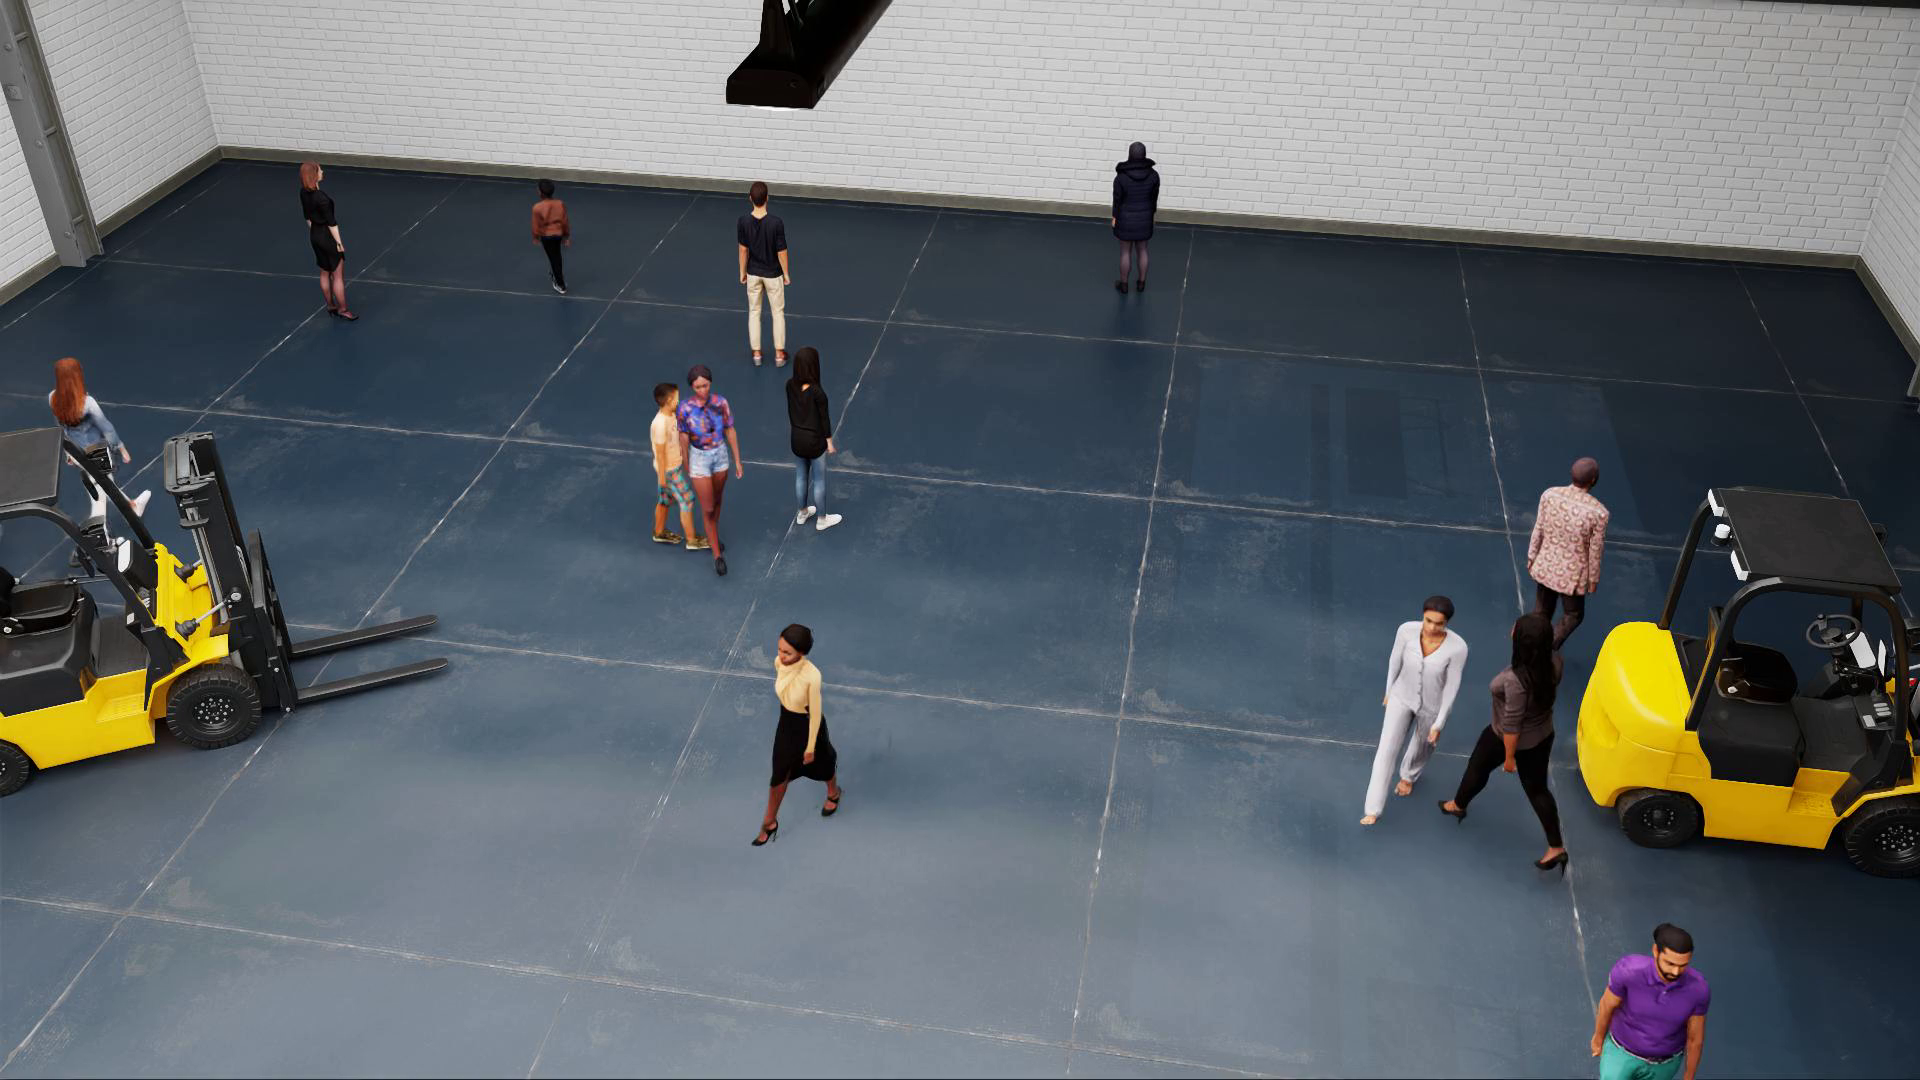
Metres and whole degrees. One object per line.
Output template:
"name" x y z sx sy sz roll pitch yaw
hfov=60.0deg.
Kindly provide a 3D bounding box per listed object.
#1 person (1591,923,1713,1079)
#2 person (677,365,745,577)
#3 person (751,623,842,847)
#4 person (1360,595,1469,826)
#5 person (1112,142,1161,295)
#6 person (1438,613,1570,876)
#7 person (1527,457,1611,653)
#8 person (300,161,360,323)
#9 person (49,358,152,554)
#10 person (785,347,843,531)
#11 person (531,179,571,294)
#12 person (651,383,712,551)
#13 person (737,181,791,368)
"person" 3.484 2.559 8.530 0.651 1.737 0.937 5 34 8
"person" -2.036 -0.651 13.371 0.910 1.725 1.013 -16 37 -22
"person" -0.945 1.192 10.689 0.866 1.623 1.059 23 40 31
"person" 3.039 1.016 10.887 0.826 1.697 1.126 16 37 23
"person" 1.844 -3.408 17.565 0.760 1.673 0.767 -6 34 -8
"person" 3.569 1.309 10.363 1.120 1.791 1.214 -21 39 -28
"person" 4.305 0.242 11.966 1.060 1.792 0.976 -27 42 -34
"person" -6.484 -3.050 16.998 0.654 1.706 0.638 22 39 29
"person" -7.055 -0.623 13.379 0.759 1.669 1.068 11 35 16
"person" -1.242 -0.844 13.732 0.645 1.646 0.645 21 39 28
"person" -4.308 -3.207 17.651 0.716 1.243 0.769 -25 41 -32
"person" -2.439 -0.596 13.548 0.716 1.436 0.760 0 34 0
"person" -1.897 -2.577 16.154 0.645 1.851 0.559 4 34 6
